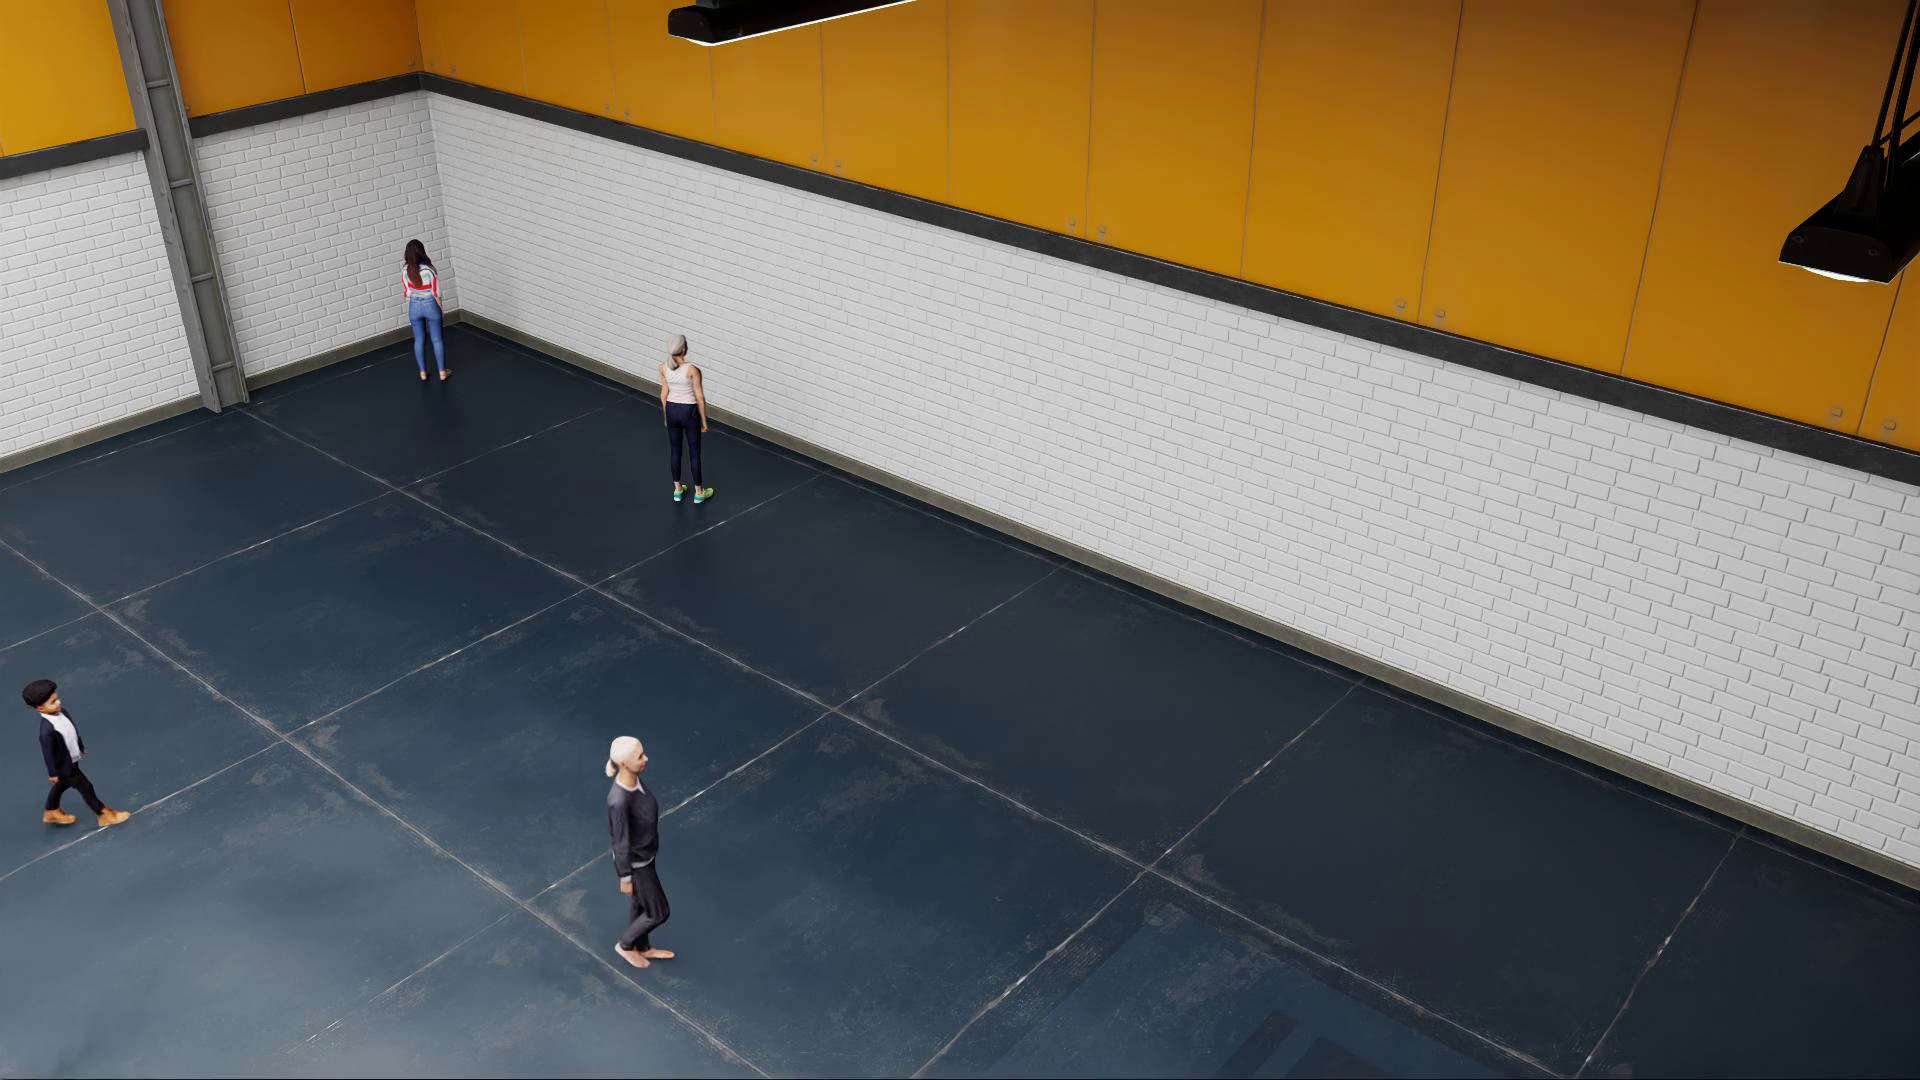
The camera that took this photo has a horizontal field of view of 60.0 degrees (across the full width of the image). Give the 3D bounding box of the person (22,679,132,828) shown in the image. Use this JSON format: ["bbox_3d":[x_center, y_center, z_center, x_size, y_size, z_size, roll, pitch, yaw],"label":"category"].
[{"bbox_3d":[-6.305,1.511,11.582,0.891,1.197,0.807,-4,29,-7],"label":"person"}]

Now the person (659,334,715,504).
[{"bbox_3d":[-2.659,-1.171,15.972,0.678,1.702,0.665,8,30,14],"label":"person"}]

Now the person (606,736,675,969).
[{"bbox_3d":[-2.071,1.939,10.254,0.812,1.718,0.745,-1,29,-1],"label":"person"}]

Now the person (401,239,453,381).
[{"bbox_3d":[-6.011,-2.586,18.661,0.663,1.611,0.700,1,29,1],"label":"person"}]
